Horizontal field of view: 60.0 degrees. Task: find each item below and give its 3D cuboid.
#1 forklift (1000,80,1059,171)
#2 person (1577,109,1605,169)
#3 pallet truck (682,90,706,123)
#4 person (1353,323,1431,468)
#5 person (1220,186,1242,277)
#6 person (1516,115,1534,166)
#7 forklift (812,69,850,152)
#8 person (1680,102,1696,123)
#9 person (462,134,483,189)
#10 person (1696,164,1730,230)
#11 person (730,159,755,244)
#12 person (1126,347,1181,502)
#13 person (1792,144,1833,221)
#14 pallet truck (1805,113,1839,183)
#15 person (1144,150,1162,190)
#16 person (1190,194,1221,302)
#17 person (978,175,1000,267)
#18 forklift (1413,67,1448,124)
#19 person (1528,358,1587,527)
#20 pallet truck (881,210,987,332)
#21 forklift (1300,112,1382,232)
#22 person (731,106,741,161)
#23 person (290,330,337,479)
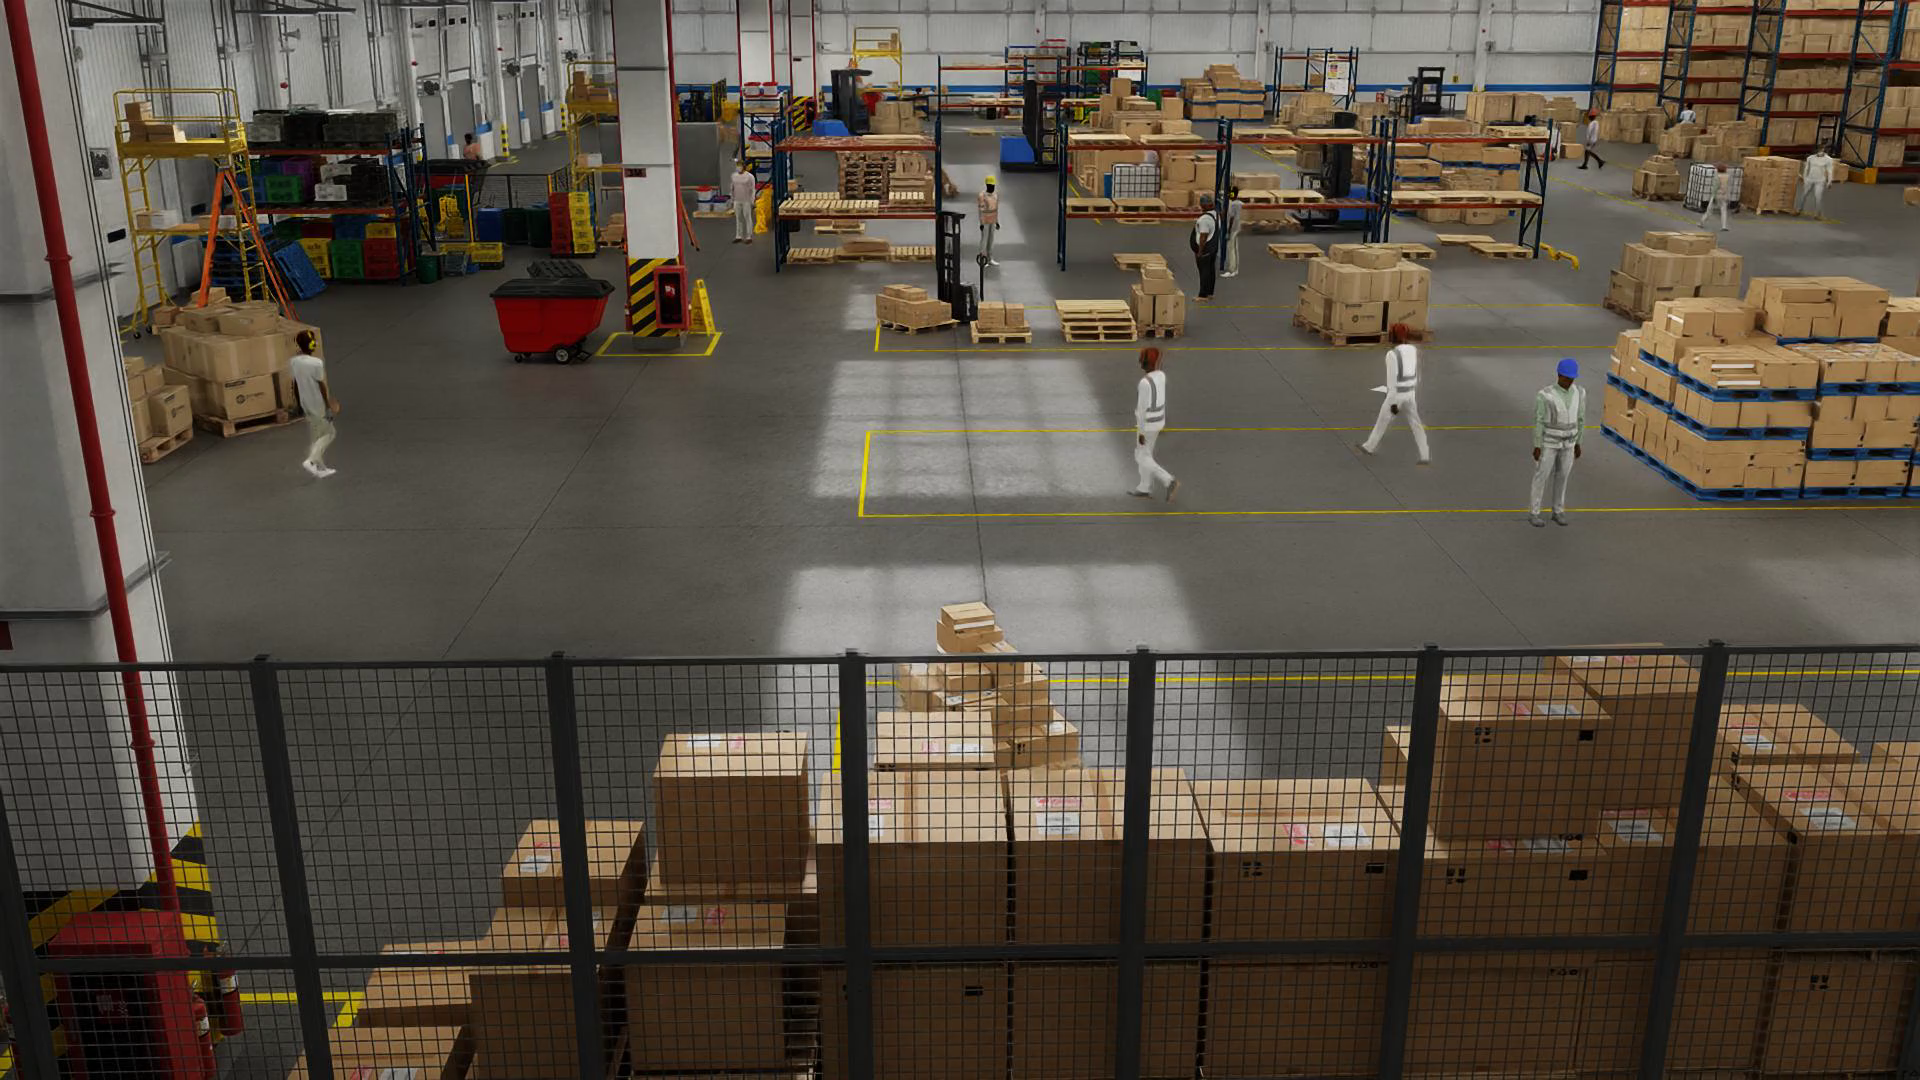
[{"bbox_3d":[2.236,-13.269,53.236,1.873,2.768,1.129,-1,19,-1],"label":"forklift"},{"bbox_3d":[20.449,-12.900,53.639,0.783,1.916,0.552,12,22,32],"label":"person"},{"bbox_3d":[-9.671,-15.907,62.421,0.823,1.965,1.885,5,19,15],"label":"pallet truck"},{"bbox_3d":[5.539,-1.835,20.982,0.599,1.810,1.110,-12,22,-32],"label":"person"},{"bbox_3d":[5.616,-6.366,34.325,0.329,1.865,0.508,11,21,29],"label":"person"},{"bbox_3d":[18.562,-13.077,54.538,0.844,1.662,0.527,17,25,41],"label":"person"},{"bbox_3d":[-4.282,-15.366,59.455,1.873,2.768,1.129,-10,21,-28],"label":"forklift"},{"bbox_3d":[26.319,-14.990,60.224,0.835,1.665,0.536,-17,25,-40],"label":"person"},{"bbox_3d":[-14.138,-10.902,48.112,0.540,1.652,0.857,4,19,13],"label":"person"},{"bbox_3d":[18.620,-8.430,40.864,0.522,1.593,0.845,-8,20,-22],"label":"person"},{"bbox_3d":[-5.043,-7.846,38.597,0.627,1.941,0.372,7,20,21],"label":"person"},{"bbox_3d":[2.276,-1.327,19.384,0.663,1.868,0.581,11,22,30],"label":"person"},{"bbox_3d":[21.859,-9.162,42.560,0.842,1.910,0.564,14,23,36],"label":"person"},{"bbox_3d":[26.403,-11.957,50.702,0.823,1.965,1.885,6,19,16],"label":"pallet truck"},{"bbox_3d":[5.305,-10.107,45.530,0.960,1.790,0.622,-2,19,-4],"label":"person"},{"bbox_3d":[4.642,-5.568,31.684,0.536,2.000,0.684,11,22,30],"label":"person"},{"bbox_3d":[0.628,-6.827,35.592,0.368,1.928,0.585,16,24,39],"label":"person"},{"bbox_3d":[17.351,-16.088,61.597,1.129,2.768,1.873,-1,19,-1],"label":"forklift"},{"bbox_3d":[6.668,-1.089,18.563,0.601,1.939,0.411,-4,19,-12],"label":"person"},{"bbox_3d":[-0.493,-4.759,29.349,1.885,1.965,0.823,-13,23,-34],"label":"pallet truck"},{"bbox_3d":[9.294,-8.962,40.456,1.873,2.768,1.129,-1,19,-2],"label":"forklift"},{"bbox_3d":[-7.367,-13.779,56.302,0.740,1.923,0.604,-1,19,-2],"label":"person"},{"bbox_3d":[-7.902,-1.632,20.291,0.548,1.857,0.477,9,20,24],"label":"person"}]
